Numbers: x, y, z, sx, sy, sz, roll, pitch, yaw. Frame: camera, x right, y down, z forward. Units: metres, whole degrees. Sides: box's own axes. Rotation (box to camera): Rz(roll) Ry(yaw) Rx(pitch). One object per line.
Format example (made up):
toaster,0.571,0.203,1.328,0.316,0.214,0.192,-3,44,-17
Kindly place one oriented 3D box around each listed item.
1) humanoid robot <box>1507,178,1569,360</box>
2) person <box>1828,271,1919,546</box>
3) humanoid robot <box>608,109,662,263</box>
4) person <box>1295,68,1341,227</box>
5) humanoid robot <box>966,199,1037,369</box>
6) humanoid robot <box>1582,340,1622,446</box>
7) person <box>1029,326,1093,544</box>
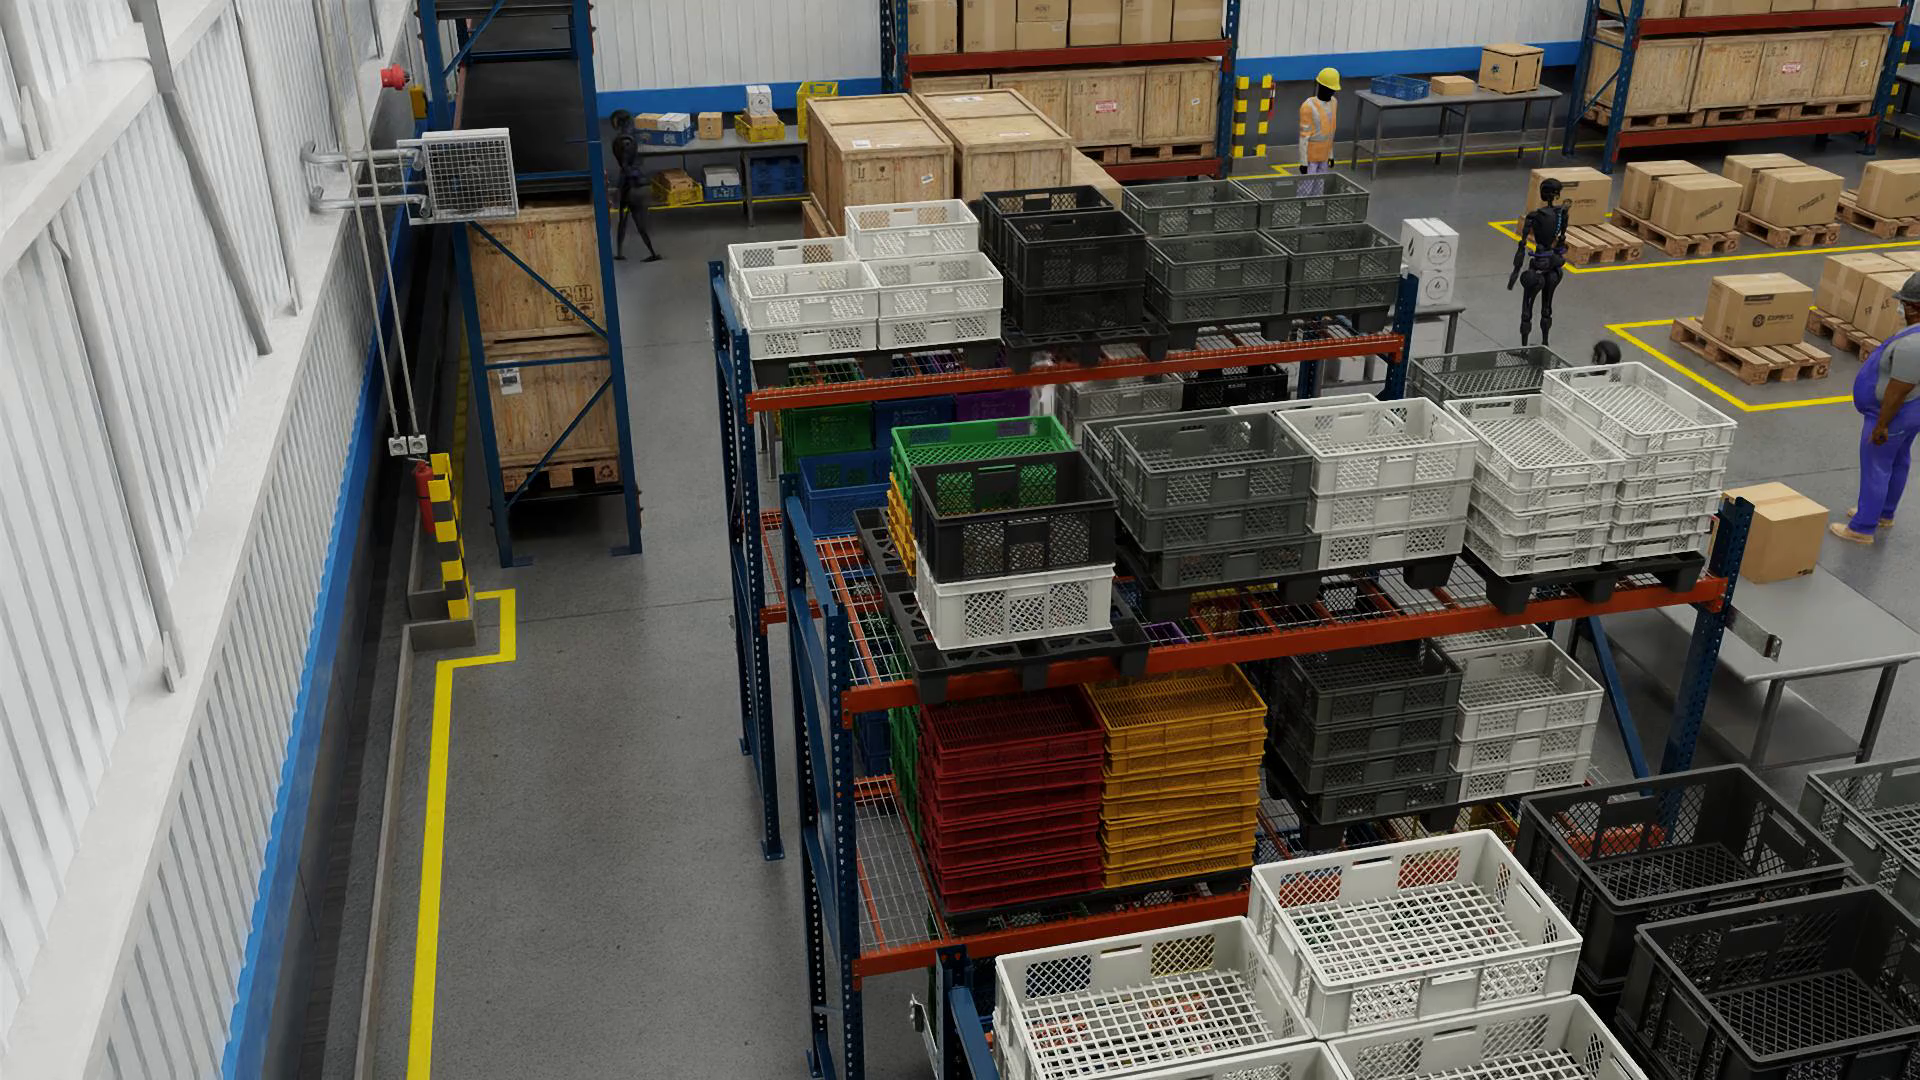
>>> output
humanoid robot,5.330,-2.498,15.274,0.569,1.651,0.332,-14,31,-25
person,6.706,-0.968,11.984,0.682,2.000,0.535,-24,36,-37
humanoid robot,-3.528,-3.745,17.669,0.538,1.655,0.574,-12,30,-21
person,3.934,-4.228,18.300,0.584,1.918,0.373,-25,37,-38
humanoid robot,0.328,-2.239,14.843,0.729,1.644,0.568,-3,28,-5
humanoid robot,4.389,-0.631,11.731,0.610,1.643,0.392,8,29,14
person,0.732,-0.638,11.579,0.588,1.840,0.977,9,29,16
